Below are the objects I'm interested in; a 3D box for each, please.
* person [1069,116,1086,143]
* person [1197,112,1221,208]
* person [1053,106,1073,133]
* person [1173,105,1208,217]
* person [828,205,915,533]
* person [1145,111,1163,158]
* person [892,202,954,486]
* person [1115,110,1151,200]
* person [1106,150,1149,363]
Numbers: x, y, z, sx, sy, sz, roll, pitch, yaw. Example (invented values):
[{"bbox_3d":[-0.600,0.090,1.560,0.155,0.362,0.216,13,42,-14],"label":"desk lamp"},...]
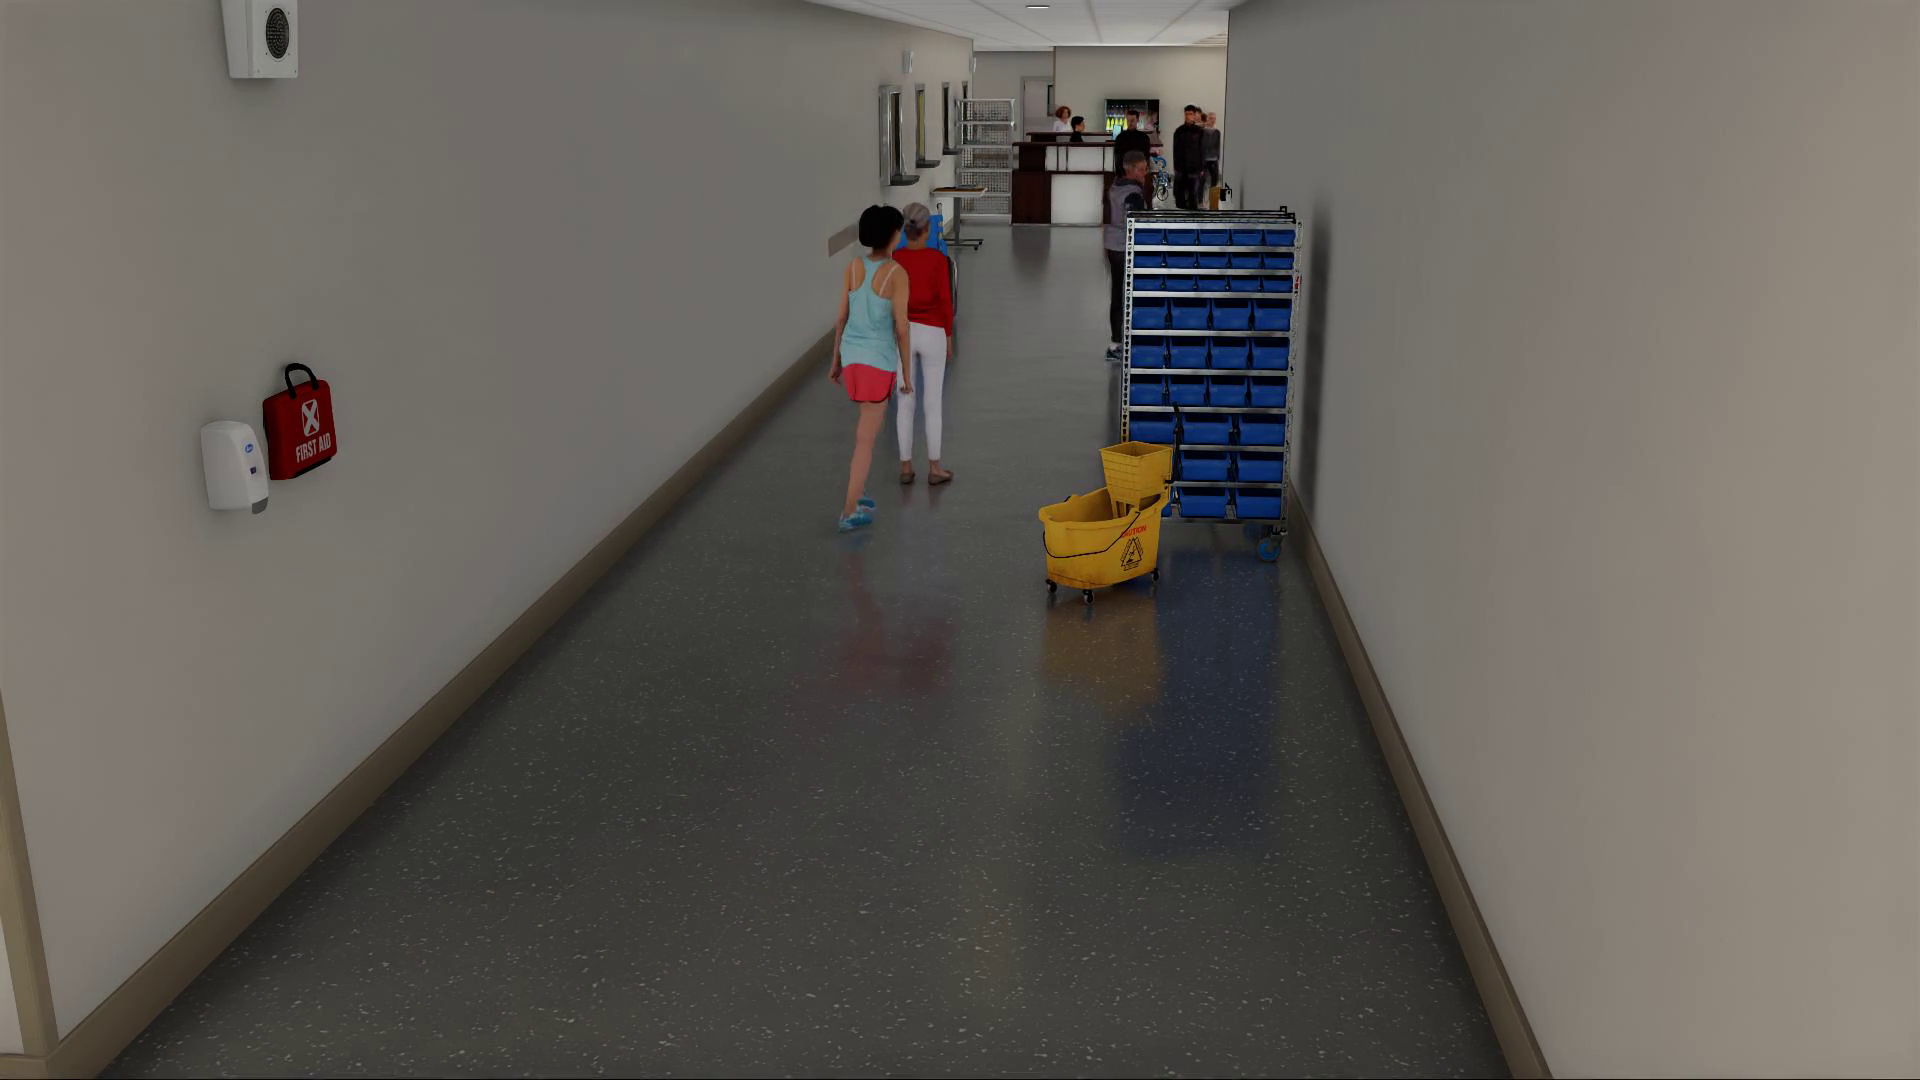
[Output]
[{"bbox_3d":[1.955,-6.199,27.798,0.586,1.723,0.678,-1,16,-4],"label":"person"},{"bbox_3d":[4.550,-7.024,30.752,0.763,1.708,0.772,-1,16,-5],"label":"person"},{"bbox_3d":[2.200,-8.653,36.546,0.905,1.698,0.937,-7,17,-24],"label":"person"},{"bbox_3d":[3.676,-5.925,26.450,0.772,1.927,0.869,7,17,22],"label":"person"},{"bbox_3d":[-0.530,-0.894,8.926,0.754,1.752,0.821,10,18,31],"label":"person"},{"bbox_3d":[3.747,-7.720,33.298,0.703,1.665,0.655,2,16,6],"label":"person"},{"bbox_3d":[-0.248,-1.186,10.067,0.497,1.694,0.637,3,16,12],"label":"person"},{"bbox_3d":[2.441,-5.186,23.854,0.646,1.913,0.814,7,17,22],"label":"person"},{"bbox_3d":[1.411,-2.451,14.363,0.810,1.797,0.888,-10,18,-31],"label":"person"}]
